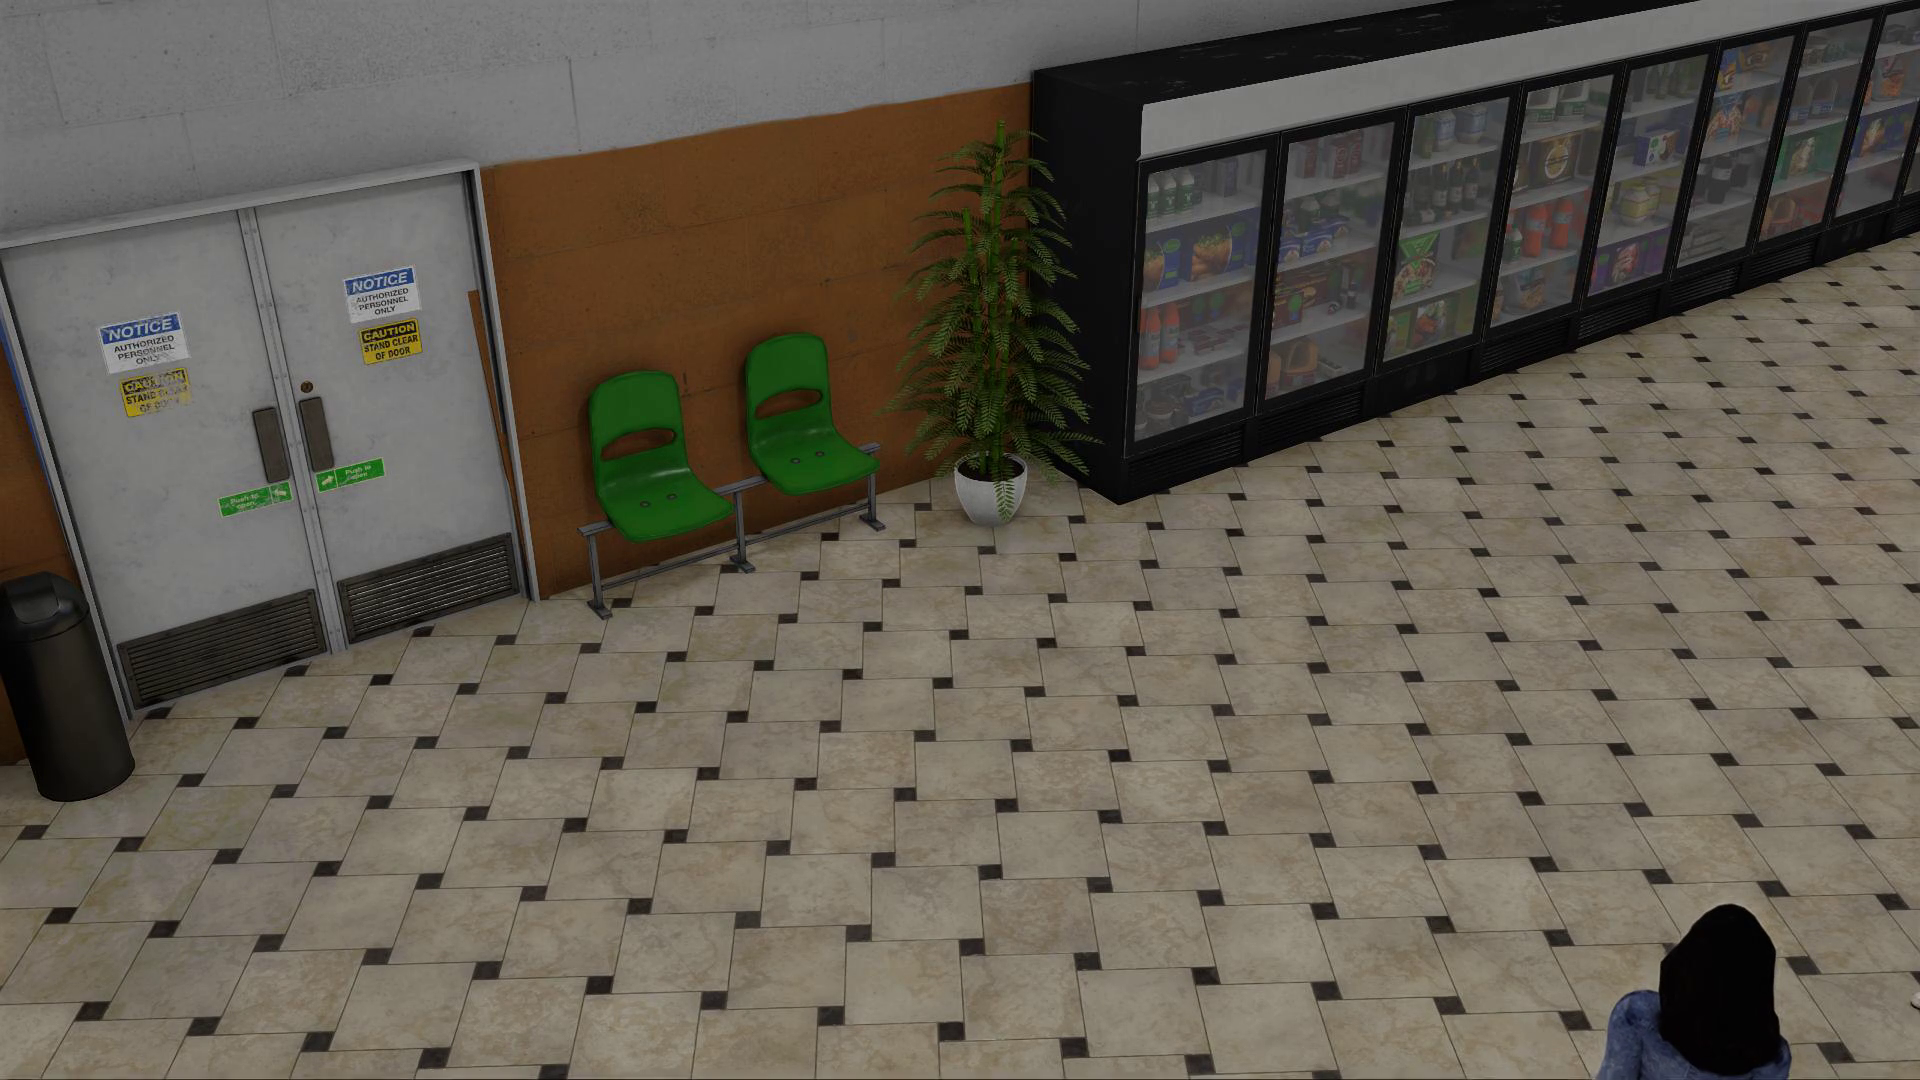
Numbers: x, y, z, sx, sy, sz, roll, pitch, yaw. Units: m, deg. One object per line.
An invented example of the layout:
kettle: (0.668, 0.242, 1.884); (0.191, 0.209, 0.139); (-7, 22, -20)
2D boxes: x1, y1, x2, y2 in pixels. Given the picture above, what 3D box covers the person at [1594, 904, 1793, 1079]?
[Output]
person: (1.822, 1.656, 4.300); (0.641, 1.774, 0.753); (16, 32, 27)
